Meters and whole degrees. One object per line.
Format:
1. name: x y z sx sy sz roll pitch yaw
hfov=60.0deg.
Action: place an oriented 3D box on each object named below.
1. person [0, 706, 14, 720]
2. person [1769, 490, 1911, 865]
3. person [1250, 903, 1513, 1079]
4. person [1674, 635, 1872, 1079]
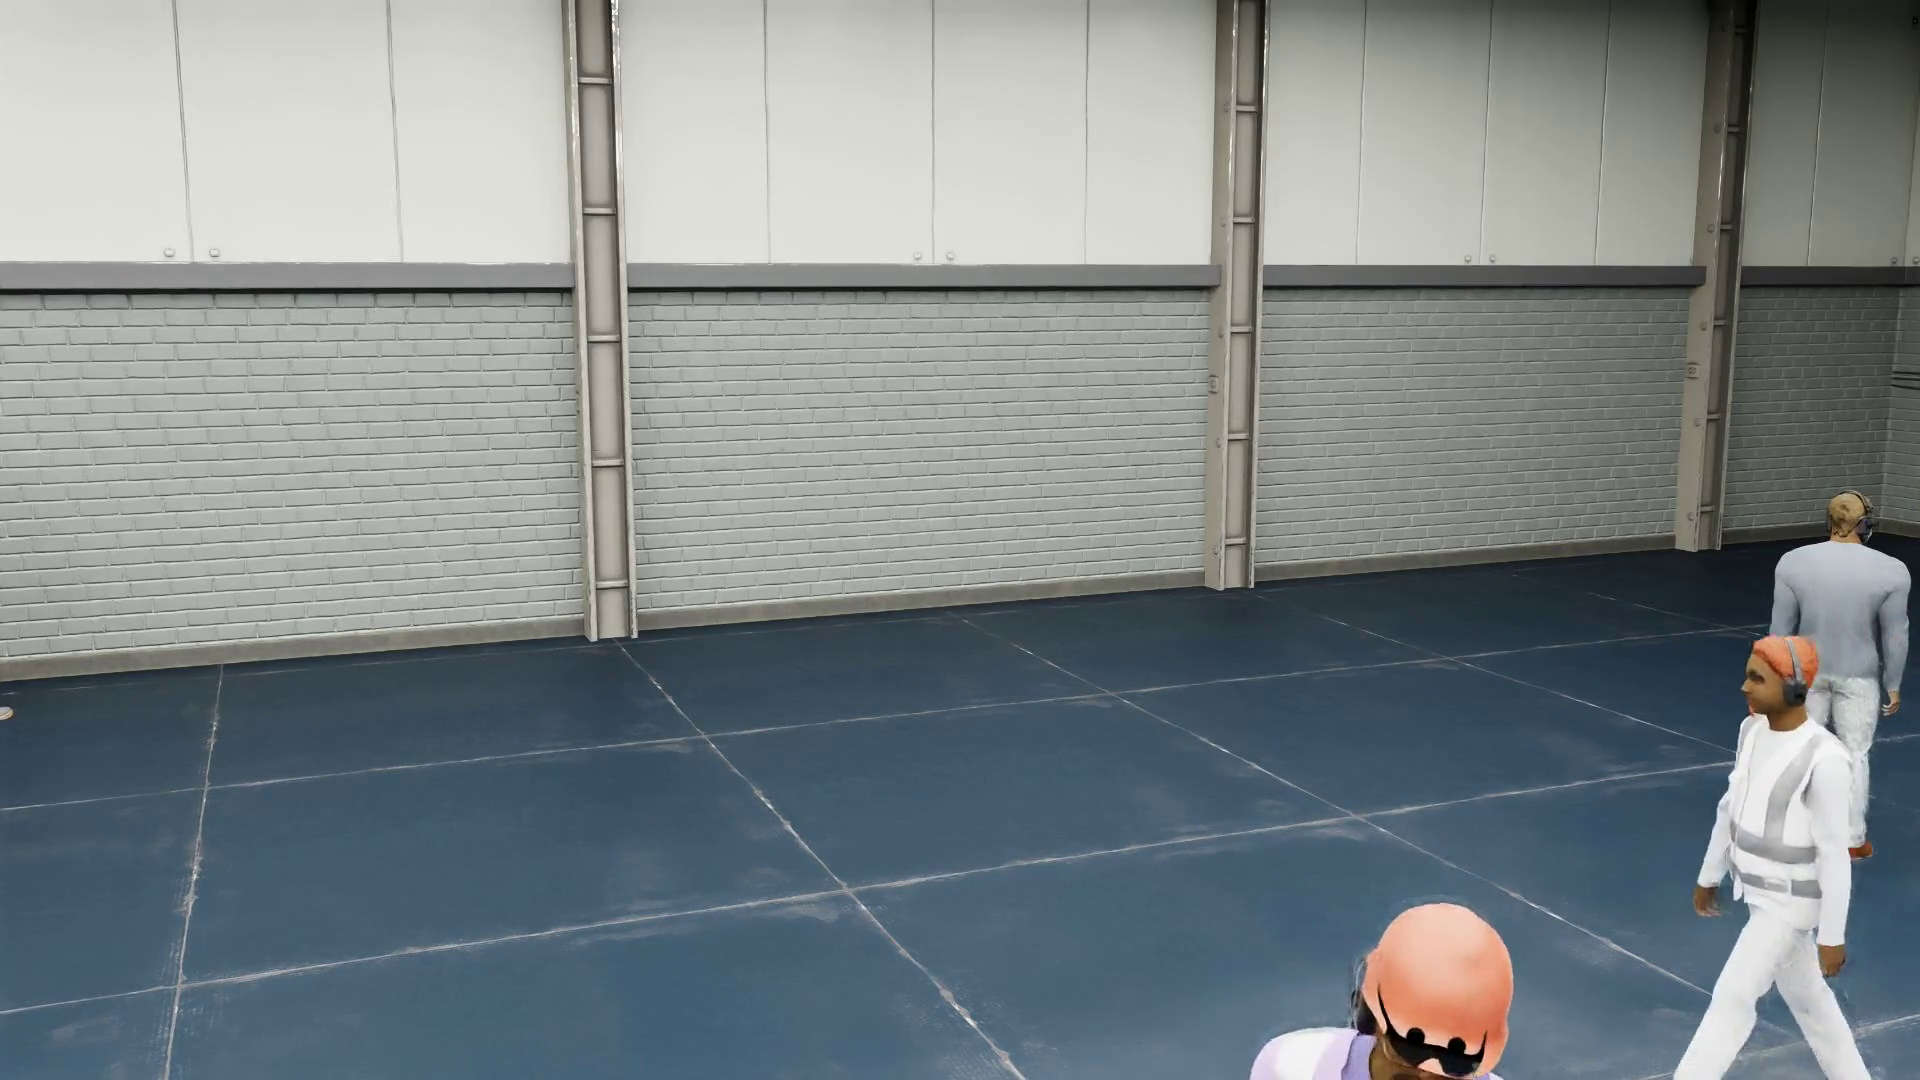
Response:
1. person: -6.784 0.251 11.293 0.616 1.990 0.393 6 11 33
2. person: 4.529 0.706 8.605 0.637 1.936 0.355 7 11 36
3. person: 0.891 1.544 3.229 0.652 1.989 0.905 6 11 34
4. person: 2.785 1.220 5.726 1.007 1.831 0.597 0 9 3
